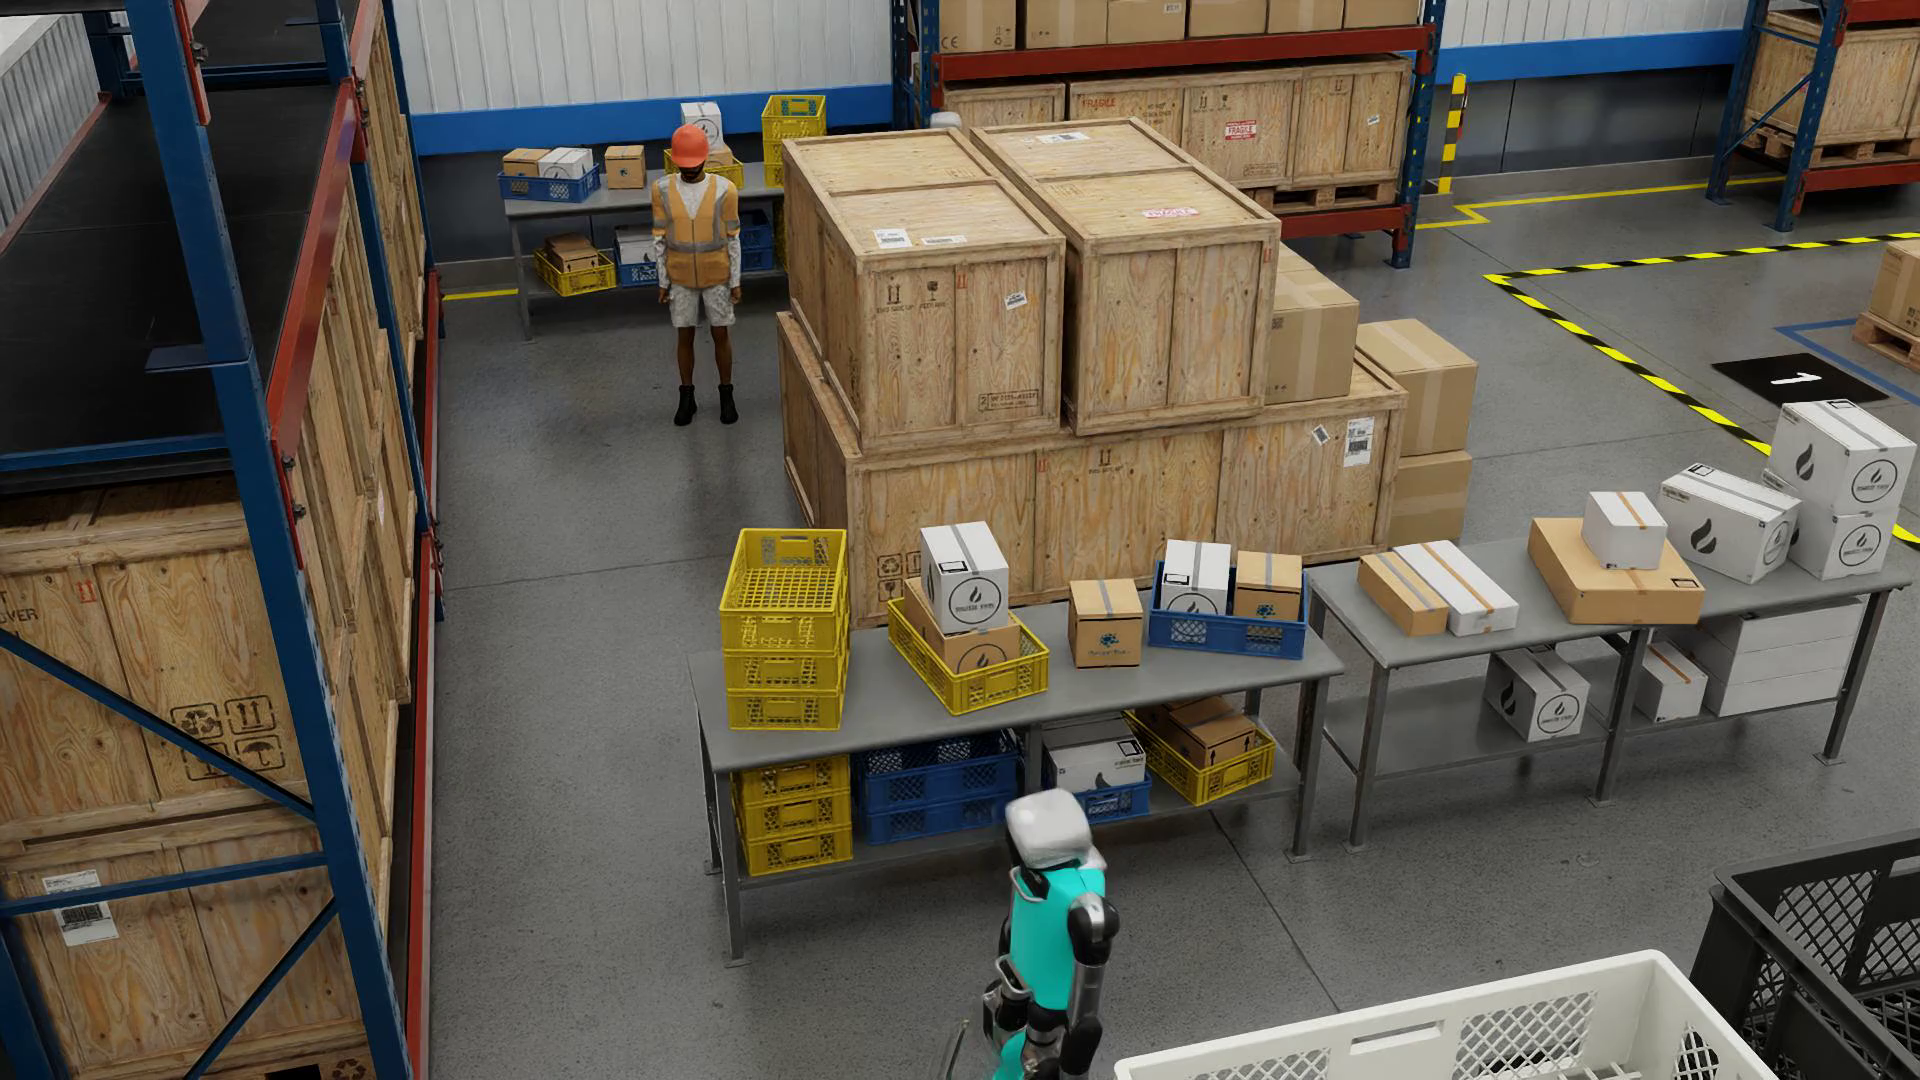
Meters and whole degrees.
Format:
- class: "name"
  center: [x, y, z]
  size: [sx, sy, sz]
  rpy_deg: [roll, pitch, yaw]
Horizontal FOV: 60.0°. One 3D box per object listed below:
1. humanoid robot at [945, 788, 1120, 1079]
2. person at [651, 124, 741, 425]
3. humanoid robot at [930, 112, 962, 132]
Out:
- class: "humanoid robot"
  center: [0.104, 1.531, 4.817]
  size: [0.920, 1.767, 0.545]
  rpy_deg: [-11, 31, -19]
- class: "person"
  center: [-1.627, -1.639, 10.372]
  size: [0.541, 1.929, 0.364]
  rpy_deg: [-1, 29, -2]
- class: "humanoid robot"
  center: [-0.361, -1.956, 11.152]
  size: [0.820, 1.770, 0.552]
  rpy_deg: [-5, 29, -8]
